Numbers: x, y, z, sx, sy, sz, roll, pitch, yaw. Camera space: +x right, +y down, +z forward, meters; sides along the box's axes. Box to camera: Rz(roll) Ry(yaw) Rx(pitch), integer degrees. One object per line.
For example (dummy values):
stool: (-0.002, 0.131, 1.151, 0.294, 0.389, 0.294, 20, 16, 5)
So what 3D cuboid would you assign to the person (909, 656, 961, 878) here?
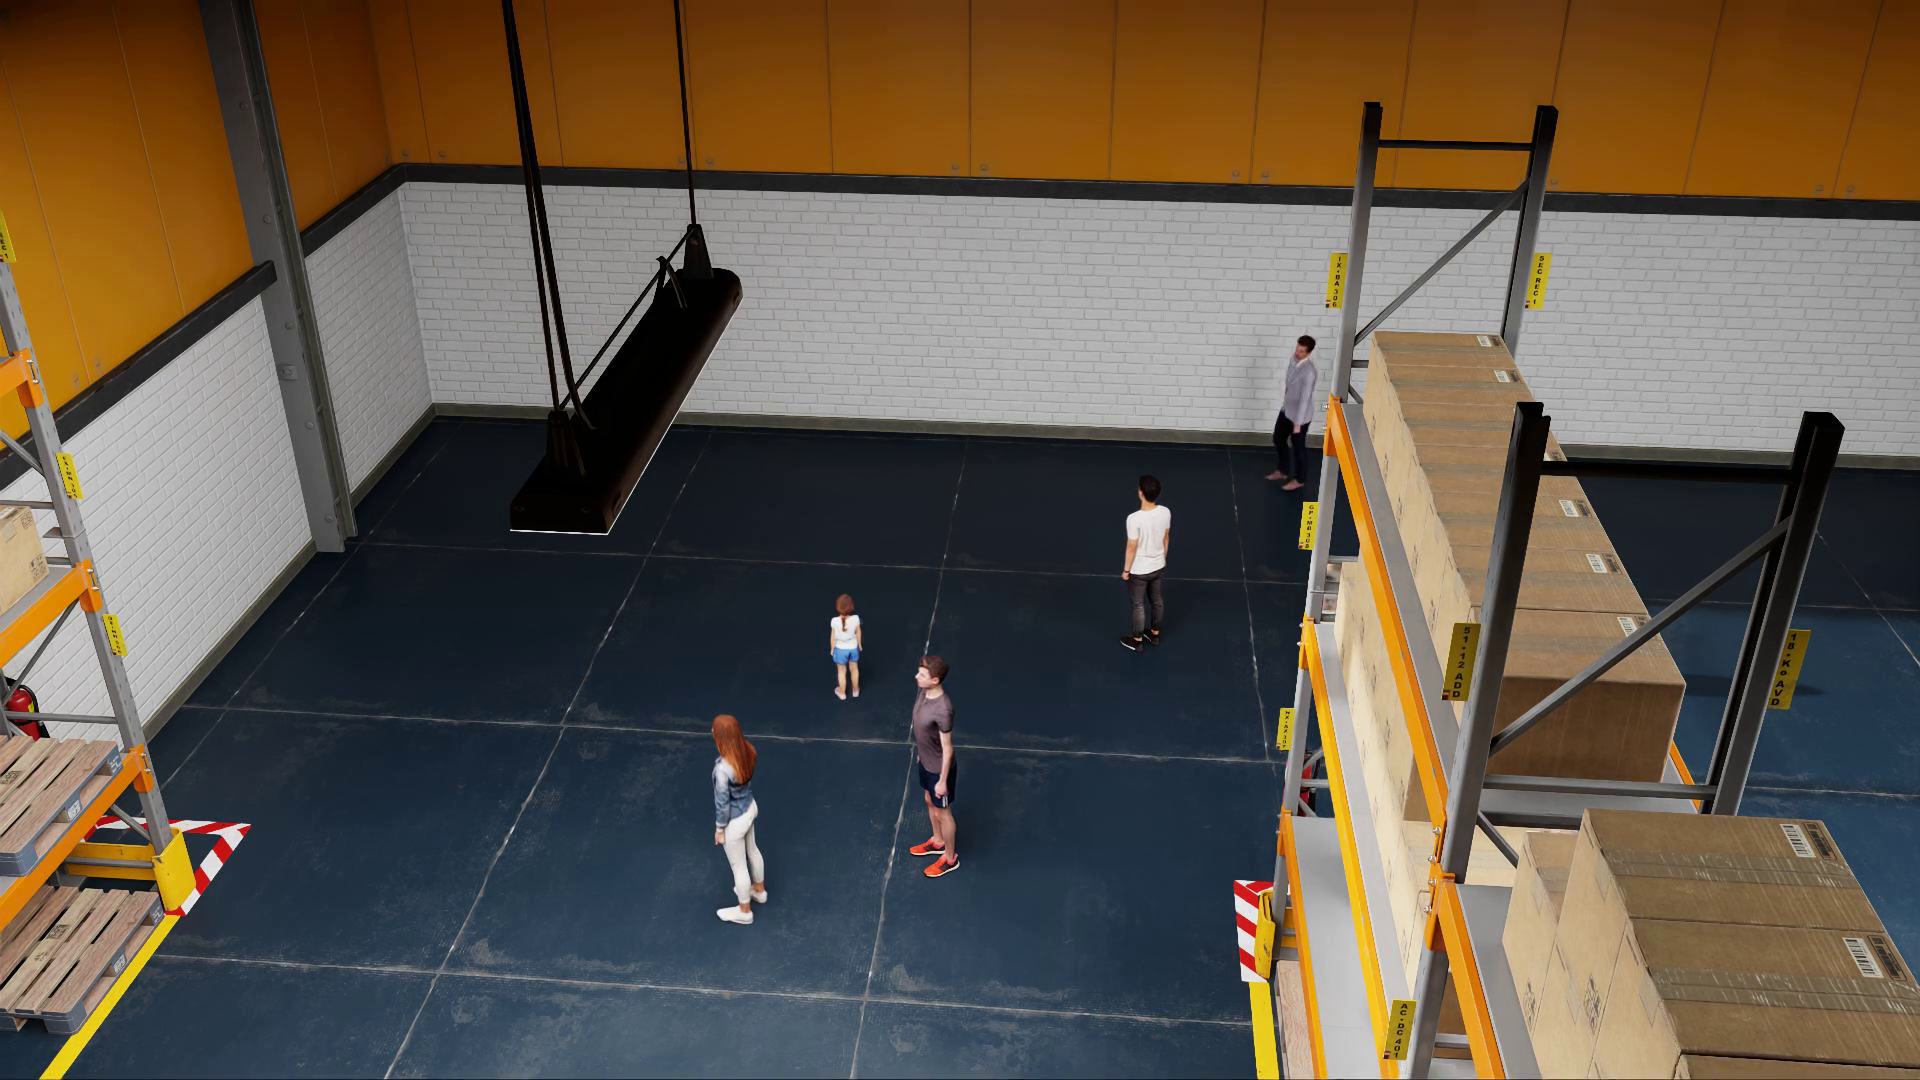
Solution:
person: (-0.171, 1.641, 12.208, 0.787, 1.851, 0.640, -10, 30, -18)

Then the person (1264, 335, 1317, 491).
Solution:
person: (3.614, -1.367, 17.754, 0.882, 1.820, 0.736, -2, 29, -4)

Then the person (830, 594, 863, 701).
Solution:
person: (-0.990, 0.918, 14.401, 0.471, 1.019, 0.484, -8, 30, -14)

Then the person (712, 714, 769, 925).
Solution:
person: (-1.557, 1.961, 11.779, 0.711, 1.699, 0.522, 9, 30, 16)

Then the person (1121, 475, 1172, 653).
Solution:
person: (1.672, 0.203, 14.978, 0.703, 1.721, 0.728, -16, 33, -27)
